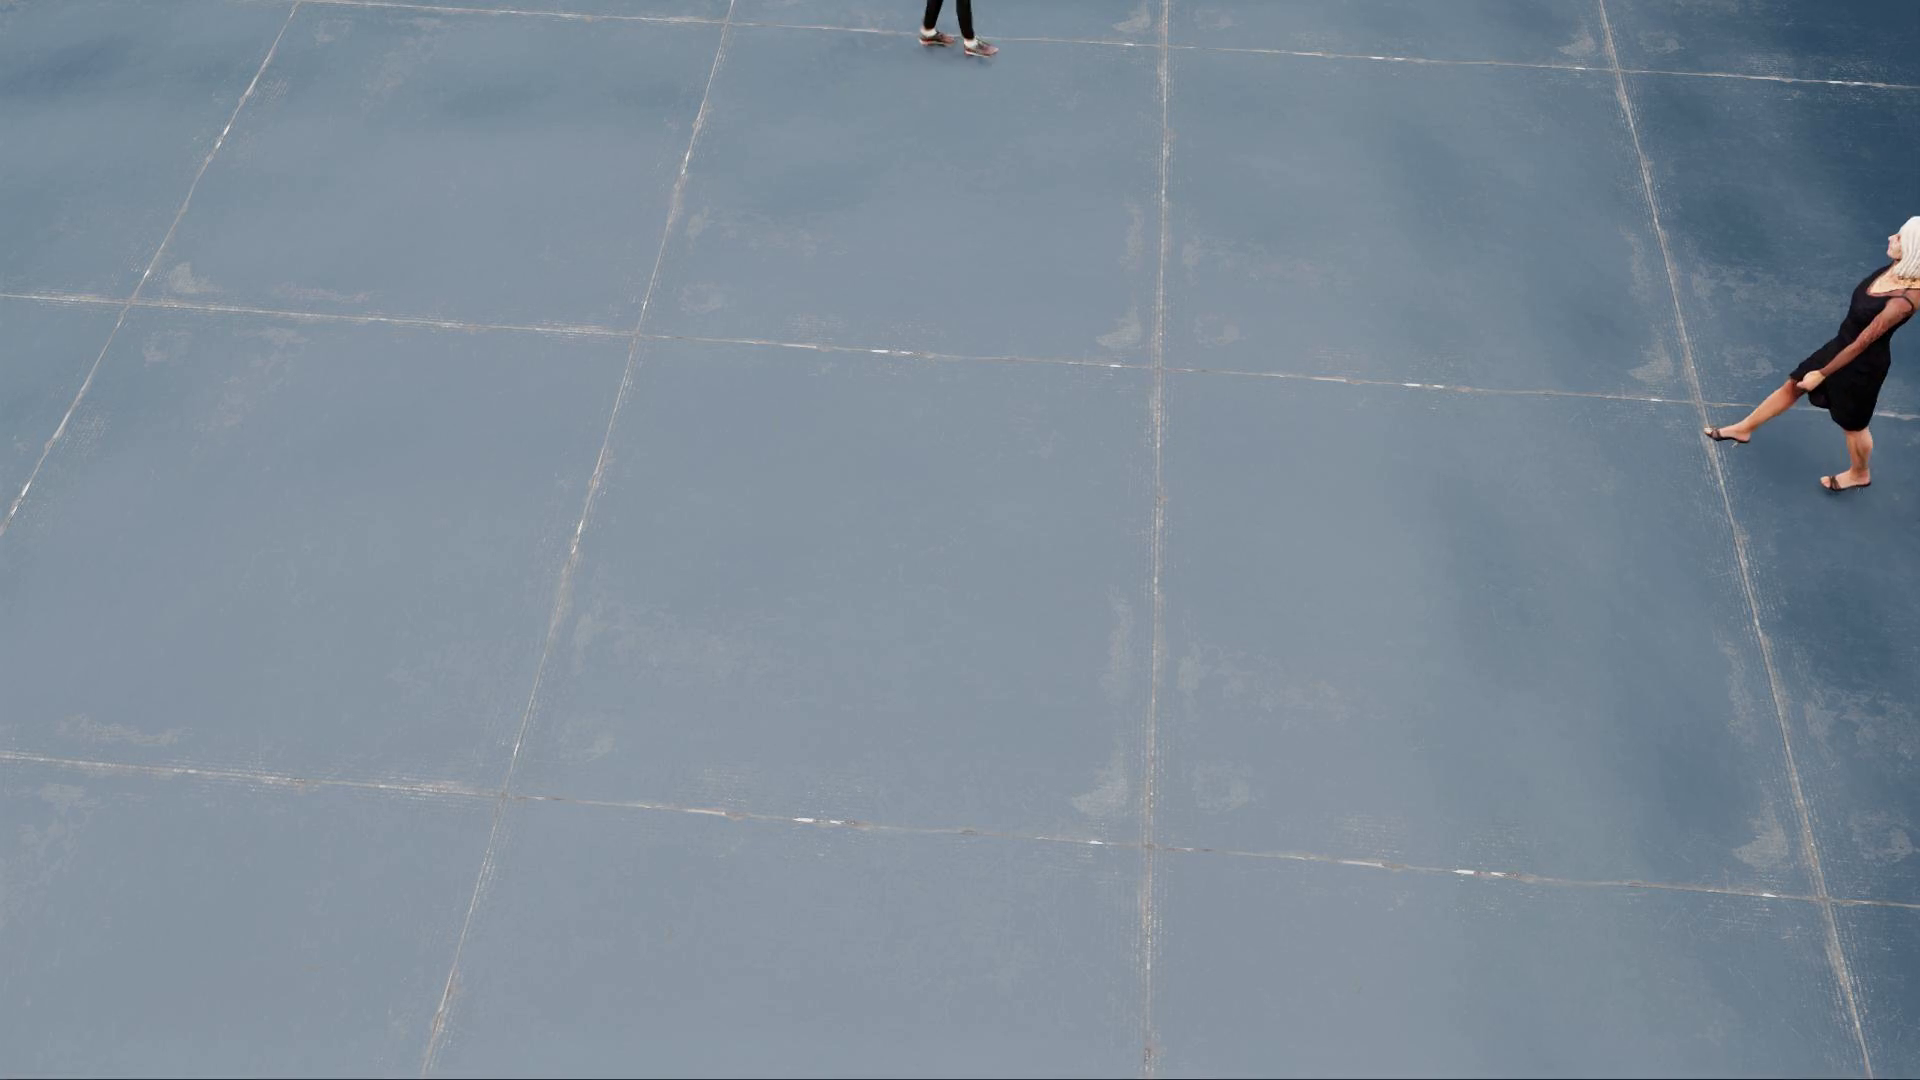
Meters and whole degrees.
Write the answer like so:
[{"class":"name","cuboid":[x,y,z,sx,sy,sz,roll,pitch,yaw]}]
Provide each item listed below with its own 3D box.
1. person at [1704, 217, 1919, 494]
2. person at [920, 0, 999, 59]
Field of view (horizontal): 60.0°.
[{"class":"person","cuboid":[4.495,-0.831,8.208,1.130,1.690,0.781,16,54,12]},{"class":"person","cuboid":[-0.148,-3.782,10.640,0.753,1.460,0.589,5,52,4]}]
